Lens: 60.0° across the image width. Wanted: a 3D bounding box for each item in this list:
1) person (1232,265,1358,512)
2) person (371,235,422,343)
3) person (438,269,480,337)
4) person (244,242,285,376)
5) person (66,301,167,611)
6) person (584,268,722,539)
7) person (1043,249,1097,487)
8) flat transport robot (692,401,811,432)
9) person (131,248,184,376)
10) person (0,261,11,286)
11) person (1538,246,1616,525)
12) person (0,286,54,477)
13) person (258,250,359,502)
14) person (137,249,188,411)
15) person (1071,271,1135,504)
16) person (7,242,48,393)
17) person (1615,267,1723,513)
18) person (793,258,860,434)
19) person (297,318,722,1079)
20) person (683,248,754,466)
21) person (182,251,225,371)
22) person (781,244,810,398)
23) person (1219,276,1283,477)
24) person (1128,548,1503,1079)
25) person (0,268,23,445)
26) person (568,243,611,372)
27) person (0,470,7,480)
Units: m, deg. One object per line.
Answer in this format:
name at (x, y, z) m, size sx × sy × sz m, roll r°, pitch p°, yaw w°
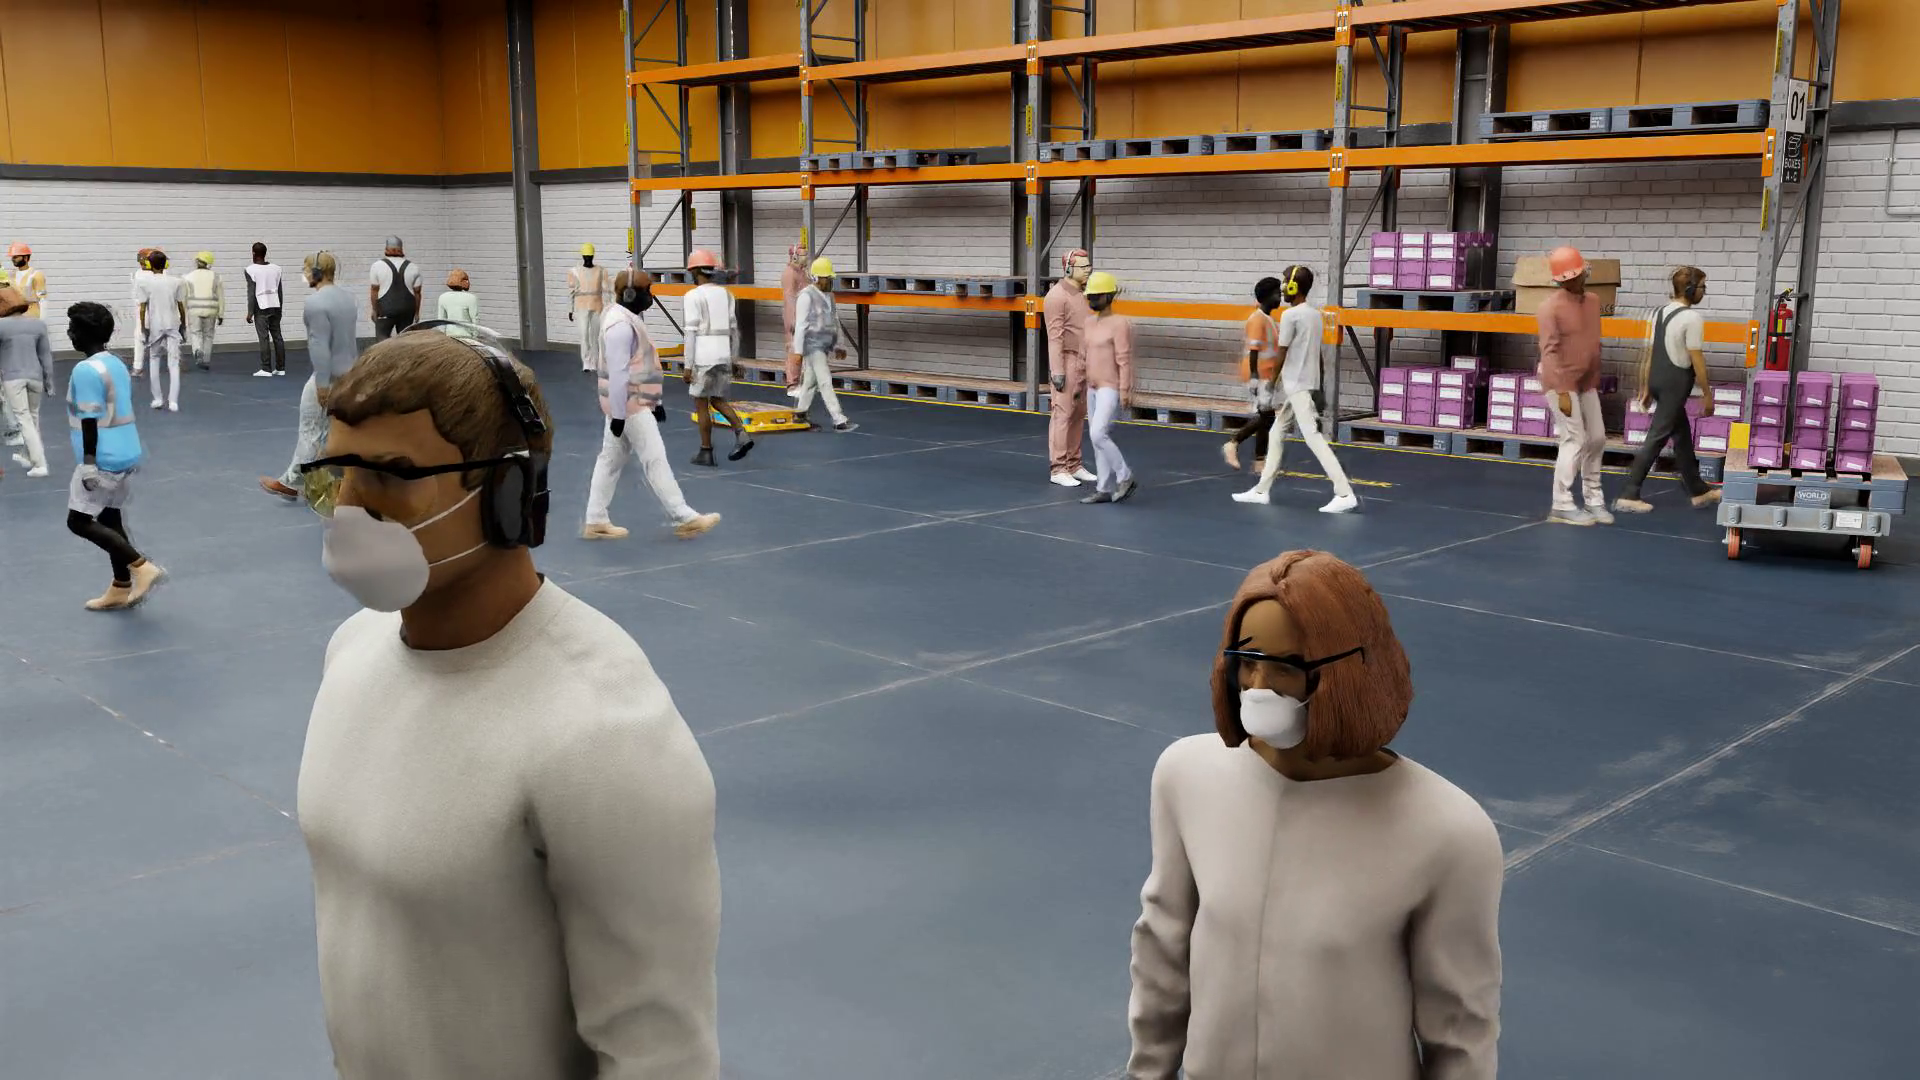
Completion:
person at (2.525, -1.115, 12.277) m, size 1.018 × 1.818 × 0.506 m, roll 6°, pitch 12°, yaw 31°
person at (-7.914, -3.262, 23.330) m, size 0.706 × 2.000 × 0.536 m, roll -7°, pitch 12°, yaw -33°
person at (-5.787, -2.316, 19.286) m, size 0.507 × 1.632 × 0.268 m, roll 3°, pitch 11°, yaw 14°
person at (-10.002, -3.316, 23.959) m, size 0.394 × 1.920 × 0.587 m, roll 6°, pitch 12°, yaw 29°
person at (-4.548, -0.429, 8.858) m, size 0.399 × 1.677 × 0.547 m, roll -2°, pitch 11°, yaw -9°
person at (-2.089, -0.887, 11.026) m, size 0.943 × 1.792 × 0.641 m, roll -2°, pitch 11°, yaw -9°
person at (0.938, -1.400, 13.547) m, size 0.409 × 1.909 × 0.640 m, roll 6°, pitch 12°, yaw 30°
flat transport robot at (-2.213, -1.312, 17.529) m, size 0.652 × 0.197 × 1.431 m, roll -7°, pitch 13°, yaw -34°
person at (-11.720, -3.316, 24.174) m, size 0.575 × 1.852 × 0.862 m, roll 1°, pitch 10°, yaw 3°
person at (-13.312, -3.063, 23.024) m, size 0.532 × 1.757 × 0.337 m, roll -7°, pitch 12°, yaw -32°
person at (4.316, -1.063, 11.634) m, size 0.700 × 1.940 × 0.442 m, roll -8°, pitch 13°, yaw -36°
person at (-7.986, -1.341, 14.091) m, size 0.838 × 1.589 × 0.505 m, roll 7°, pitch 12°, yaw 32°
person at (-4.856, -1.216, 12.553) m, size 0.955 × 1.896 × 0.655 m, roll 2°, pitch 10°, yaw 8°
person at (-9.262, -2.437, 19.342) m, size 0.501 × 1.847 × 0.775 m, roll -6°, pitch 12°, yaw -29°
person at (1.053, -1.127, 12.469) m, size 0.361 × 1.753 × 0.534 m, roll -5°, pitch 12°, yaw -27°
person at (-11.991, -2.855, 21.393) m, size 0.546 × 1.939 × 0.375 m, roll 4°, pitch 11°, yaw 20°
person at (5.245, -1.083, 12.133) m, size 0.955 × 1.796 × 0.520 m, roll -1°, pitch 10°, yaw -6°
person at (-1.359, -1.978, 17.003) m, size 0.874 × 1.777 × 0.715 m, roll 4°, pitch 11°, yaw 21°
person at (-0.510, 0.736, 1.806) m, size 0.636 × 1.939 × 0.364 m, roll 10°, pitch 14°, yaw 43°
person at (-2.152, -1.588, 14.556) m, size 0.610 × 1.913 × 0.593 m, roll 8°, pitch 13°, yaw 36°
person at (-11.194, -3.373, 24.626) m, size 0.623 × 1.794 × 0.693 m, roll -6°, pitch 12°, yaw -28°
person at (-2.017, -2.746, 20.881) m, size 0.406 × 1.911 × 0.636 m, roll 1°, pitch 10°, yaw 6°
person at (2.490, -1.359, 13.907) m, size 0.432 × 1.681 × 0.549 m, roll 5°, pitch 12°, yaw 26°
person at (0.446, 0.813, 2.219) m, size 0.507 × 1.631 × 0.266 m, roll 8°, pitch 13°, yaw 36°
person at (-9.286, -1.758, 15.997) m, size 0.594 × 1.727 × 0.490 m, roll -2°, pitch 11°, yaw -12°
person at (-5.467, -3.429, 24.609) m, size 0.619 × 1.896 × 0.807 m, roll -3°, pitch 11°, yaw -16°
person at (-8.213, -1.380, 13.458) m, size 0.656 × 1.915 × 0.404 m, roll -1°, pitch 10°, yaw -5°
